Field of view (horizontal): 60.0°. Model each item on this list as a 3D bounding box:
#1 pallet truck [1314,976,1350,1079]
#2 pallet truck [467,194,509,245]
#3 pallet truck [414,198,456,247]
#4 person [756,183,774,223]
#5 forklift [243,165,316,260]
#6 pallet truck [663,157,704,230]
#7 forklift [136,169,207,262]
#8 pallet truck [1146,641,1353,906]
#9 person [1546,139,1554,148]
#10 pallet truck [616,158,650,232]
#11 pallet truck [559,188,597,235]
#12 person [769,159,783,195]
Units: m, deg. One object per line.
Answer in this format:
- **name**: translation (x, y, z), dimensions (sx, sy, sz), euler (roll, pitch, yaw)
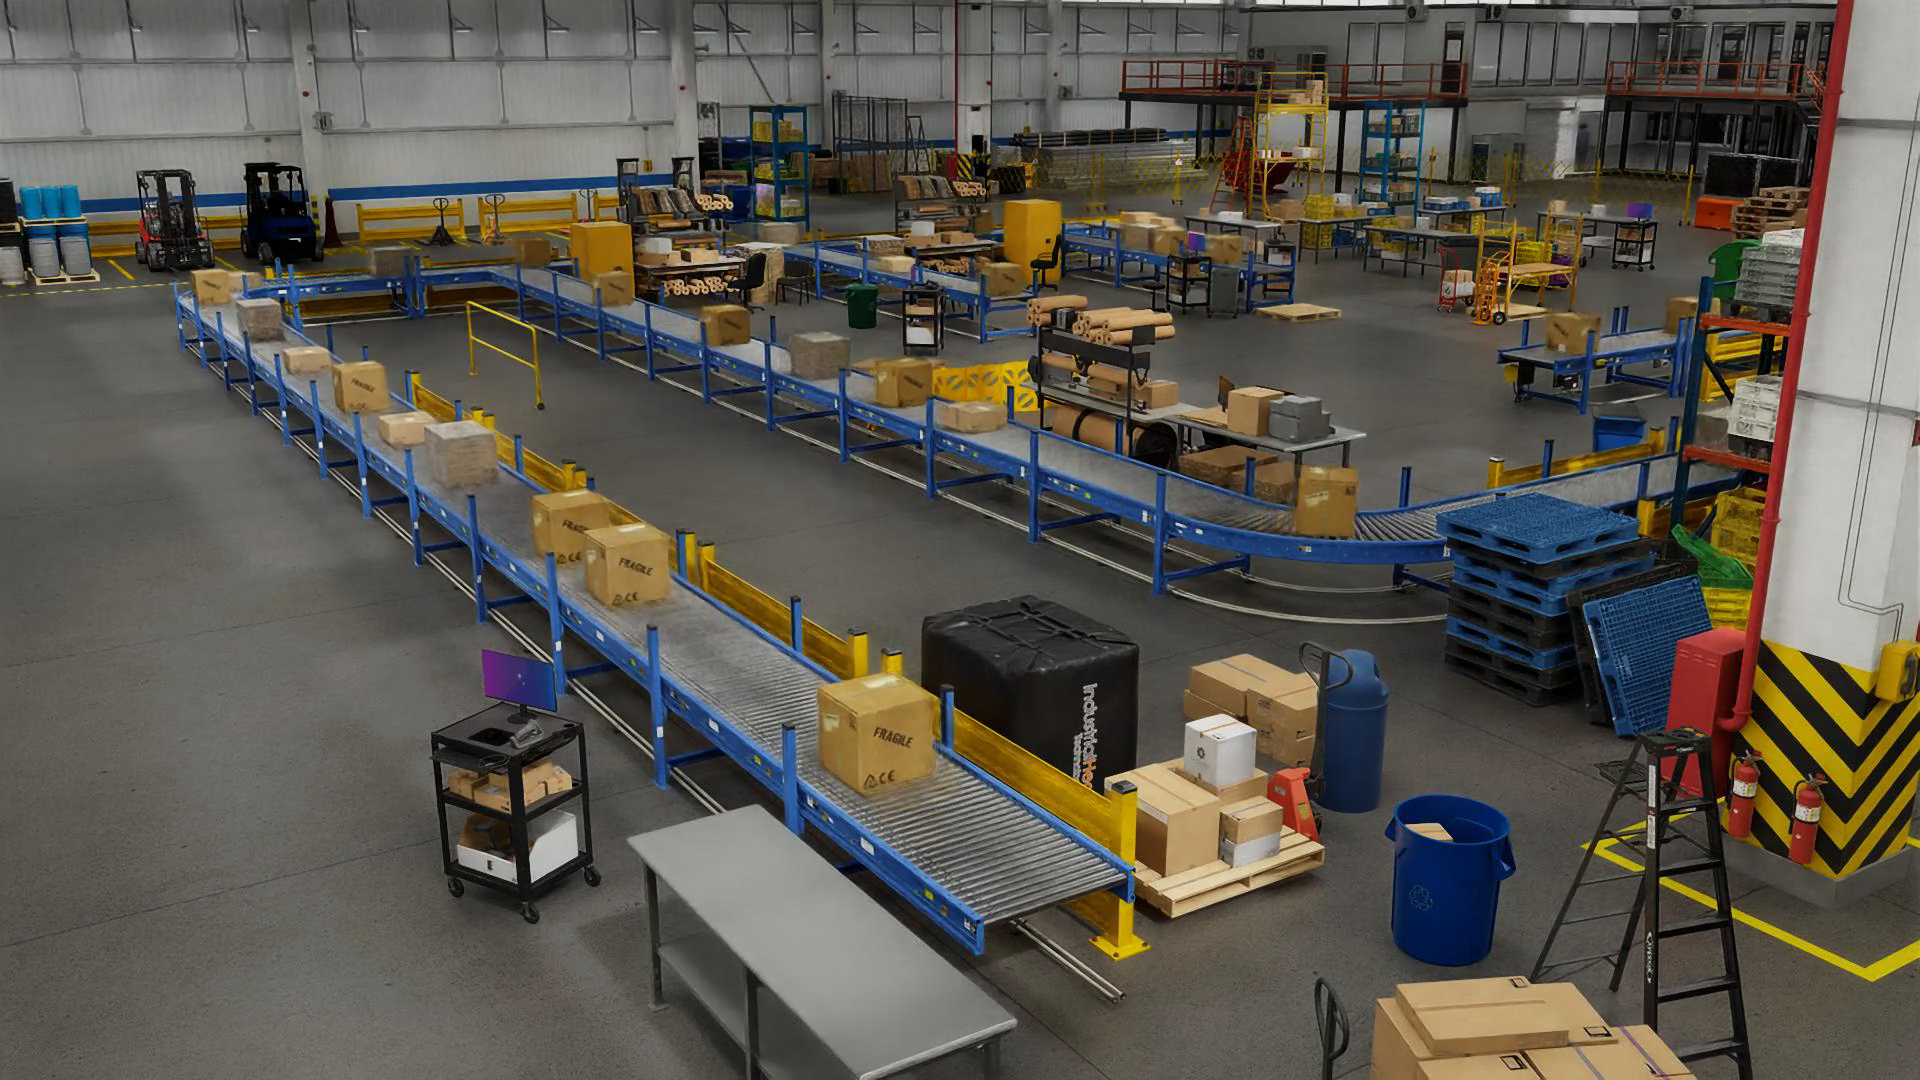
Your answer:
- **pallet truck**: translation (2.299, 2.390, 7.086), dimensions (1.601, 1.201, 0.680), euler (-2, 17, -7)
- **pallet truck**: translation (-11.983, -8.177, 42.137), dimensions (0.704, 1.261, 1.522), euler (-11, 20, -33)
- **pallet truck**: translation (-13.250, -8.060, 41.856), dimensions (0.680, 1.201, 1.601), euler (-10, 20, -31)
- **person**: translation (-4.671, -7.988, 40.243), dimensions (0.611, 2.025, 0.413), euler (6, 18, 20)
- **forklift**: translation (-15.898, -7.669, 38.708), dimensions (1.157, 1.987, 2.680), euler (-11, 20, -33)
- **pallet truck**: translation (-7.586, -9.308, 44.692), dimensions (0.823, 1.965, 1.885), euler (-11, 20, -33)
- **forklift**: translation (-17.842, -7.318, 37.559), dimensions (1.157, 1.987, 2.680), euler (-10, 20, -31)
- **pallet truck**: translation (1.664, 1.407, 10.232), dimensions (1.630, 1.274, 0.653), euler (-10, 20, -31)
- **person**: translation (22.480, -14.762, 63.490), dimensions (0.523, 1.592, 0.801), euler (8, 19, 26)
- **pallet truck**: translation (-8.918, -9.176, 44.255), dimensions (0.823, 1.965, 1.885), euler (-9, 19, -27)
- **pallet truck**: translation (-10.010, -8.652, 43.699), dimensions (0.653, 1.274, 1.630), euler (-10, 20, -31)
- **person**: translation (-5.021, -9.277, 44.764), dimensions (0.668, 1.889, 0.497), euler (0, 17, 1)
